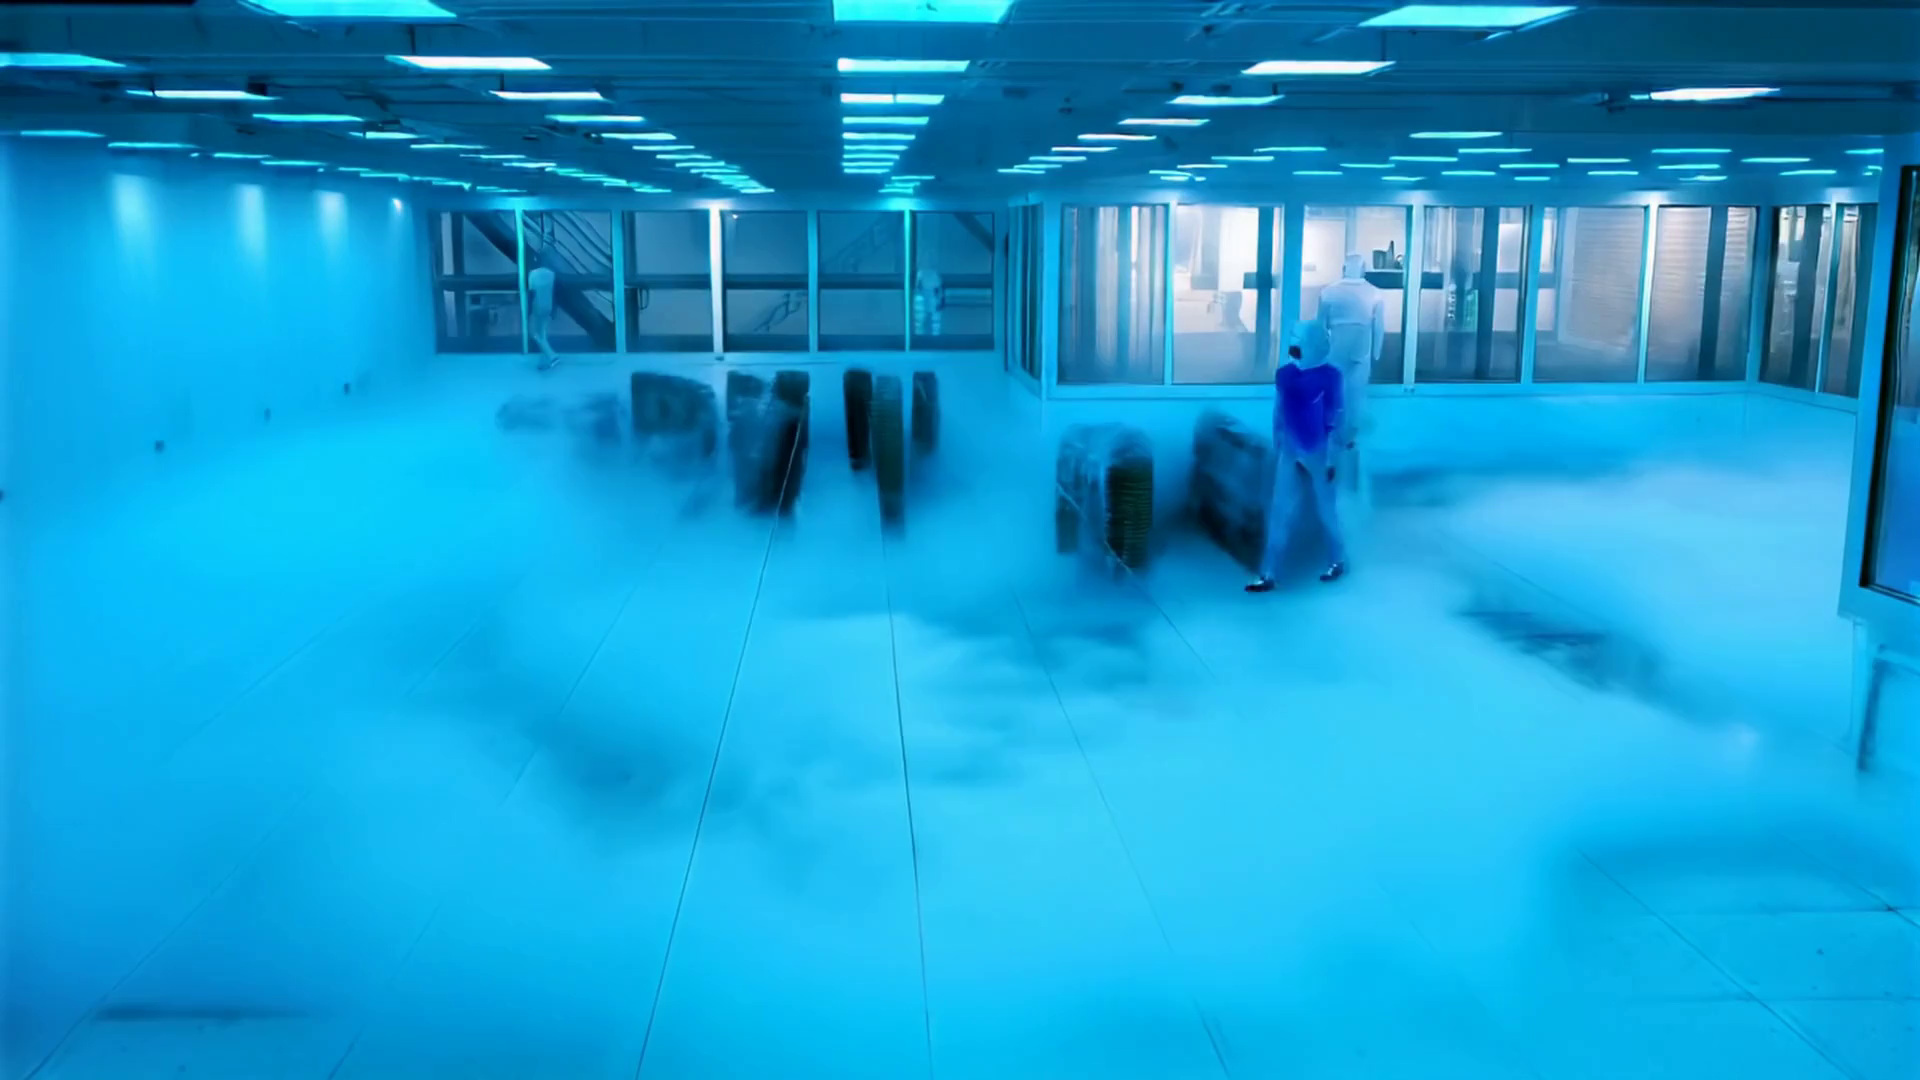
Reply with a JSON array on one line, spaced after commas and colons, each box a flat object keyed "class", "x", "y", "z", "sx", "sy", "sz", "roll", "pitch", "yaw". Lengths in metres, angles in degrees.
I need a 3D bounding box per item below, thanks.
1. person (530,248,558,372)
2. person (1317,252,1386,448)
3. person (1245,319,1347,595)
[{"class": "person", "x": -6.172, "y": -3.384, "z": 24.606, "sx": 0.583, "sy": 1.845, "sz": 0.512, "roll": 7, "pitch": 13, "yaw": 34}, {"class": "person", "x": 3.757, "y": -1.819, "z": 16.033, "sx": 0.661, "sy": 1.888, "sz": 0.476, "roll": 1, "pitch": 11, "yaw": 7}, {"class": "person", "x": 2.026, "y": -0.493, "z": 9.706, "sx": 0.841, "sy": 1.589, "sz": 0.512, "roll": -10, "pitch": 14, "yaw": -42}]
